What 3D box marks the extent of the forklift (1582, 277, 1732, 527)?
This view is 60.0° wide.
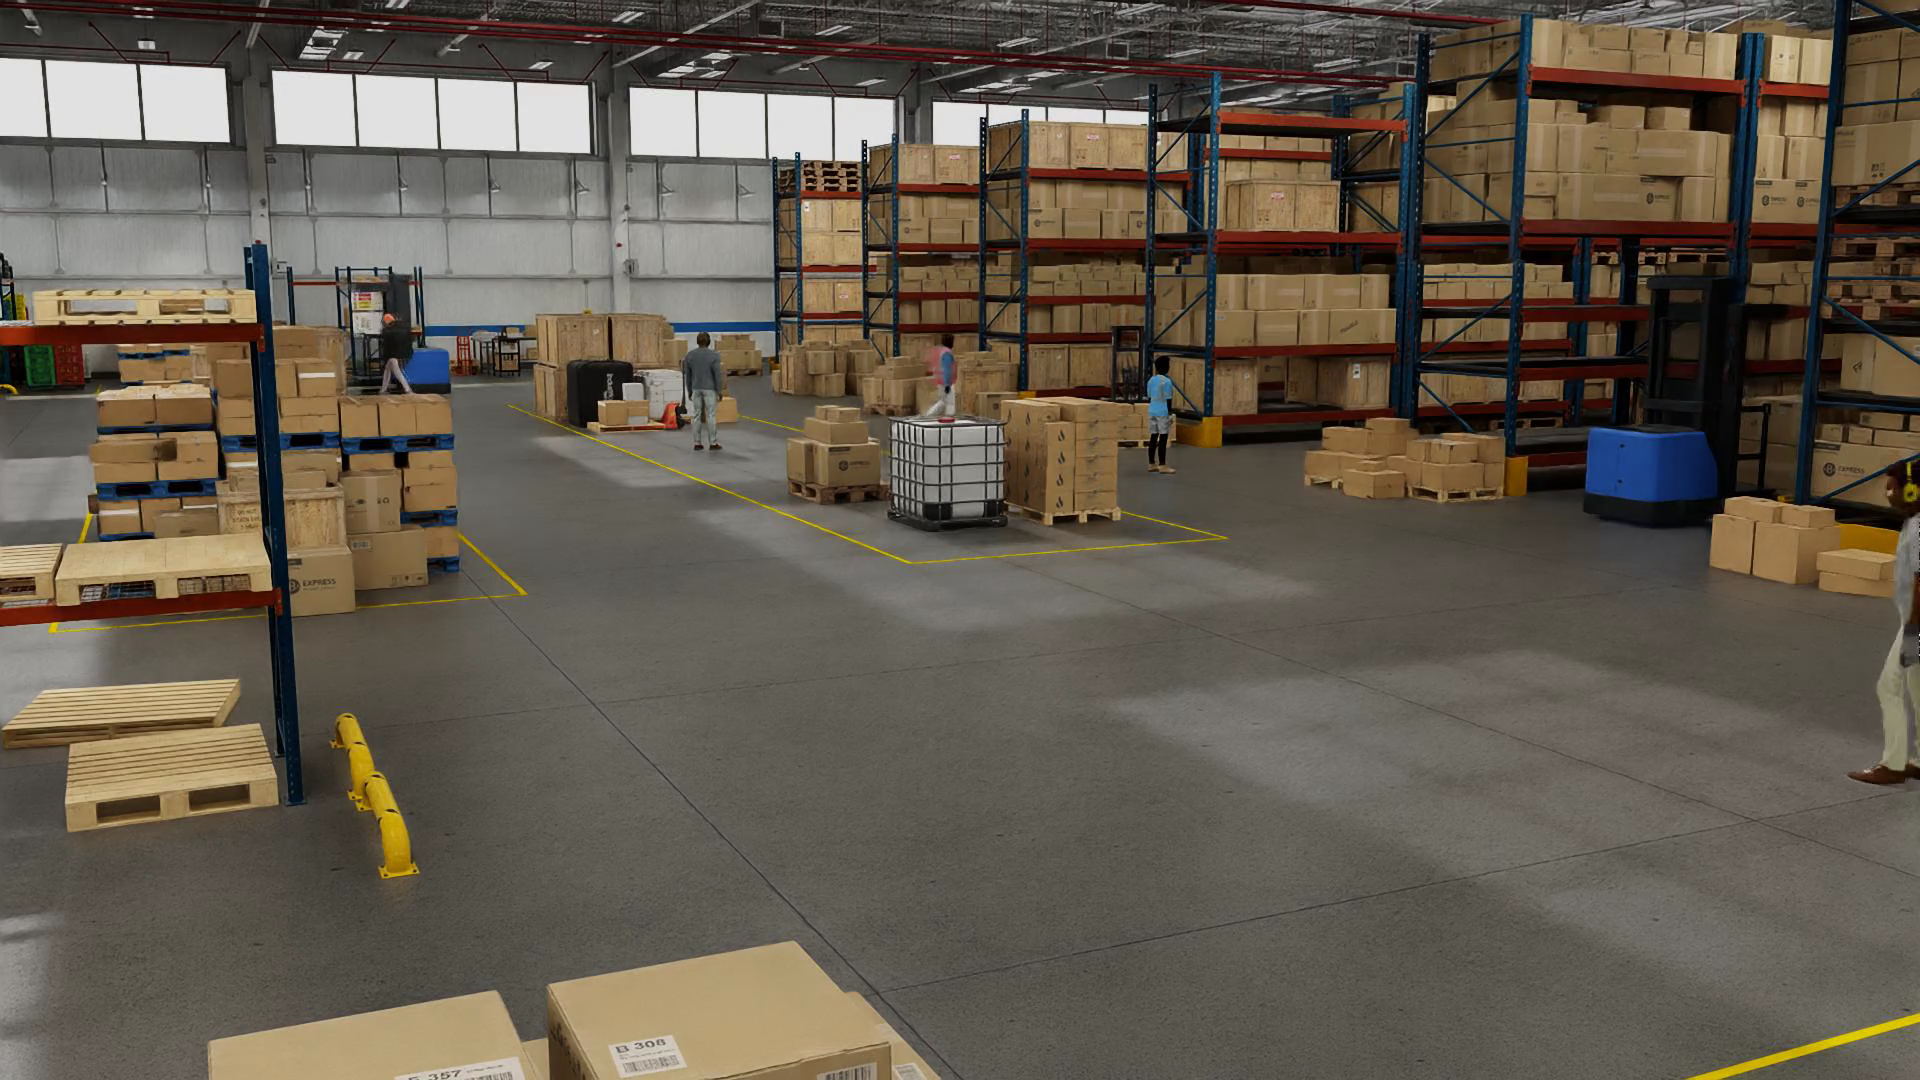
[{"bbox_3d":[8.343,-1.642,19.274,1.873,2.768,1.129,-4,10,-25],"label":"forklift"}]

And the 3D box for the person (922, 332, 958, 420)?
[{"bbox_3d":[-0.320,-2.826,29.904,0.615,1.818,0.644,-3,10,-18],"label":"person"}]

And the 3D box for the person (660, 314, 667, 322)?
[{"bbox_3d":[-6.929,-4.231,38.318,0.495,1.924,0.561,7,12,37],"label":"person"}]

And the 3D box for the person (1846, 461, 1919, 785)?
[{"bbox_3d":[5.320,0.479,9.392,0.549,1.843,0.554,7,11,36],"label":"person"}]

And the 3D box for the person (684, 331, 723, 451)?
[{"bbox_3d":[-4.140,-2.412,26.964,0.636,1.938,0.358,2,9,14],"label":"person"}]

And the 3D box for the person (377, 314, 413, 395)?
[{"bbox_3d":[-12.858,-4.140,37.685,1.015,1.947,0.633,0,9,0],"label":"person"}]

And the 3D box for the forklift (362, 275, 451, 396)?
[{"bbox_3d":[-12.881,-4.745,38.529,1.873,2.768,1.129,-4,10,-25],"label":"forklift"}]

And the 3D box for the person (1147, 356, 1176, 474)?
[{"bbox_3d":[2.893,-1.798,23.905,0.317,1.696,0.539,-5,10,-28],"label":"person"}]

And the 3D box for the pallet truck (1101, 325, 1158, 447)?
[{"bbox_3d":[2.881,-2.596,27.923,0.823,1.965,1.885,-1,9,-7],"label":"pallet truck"}]
